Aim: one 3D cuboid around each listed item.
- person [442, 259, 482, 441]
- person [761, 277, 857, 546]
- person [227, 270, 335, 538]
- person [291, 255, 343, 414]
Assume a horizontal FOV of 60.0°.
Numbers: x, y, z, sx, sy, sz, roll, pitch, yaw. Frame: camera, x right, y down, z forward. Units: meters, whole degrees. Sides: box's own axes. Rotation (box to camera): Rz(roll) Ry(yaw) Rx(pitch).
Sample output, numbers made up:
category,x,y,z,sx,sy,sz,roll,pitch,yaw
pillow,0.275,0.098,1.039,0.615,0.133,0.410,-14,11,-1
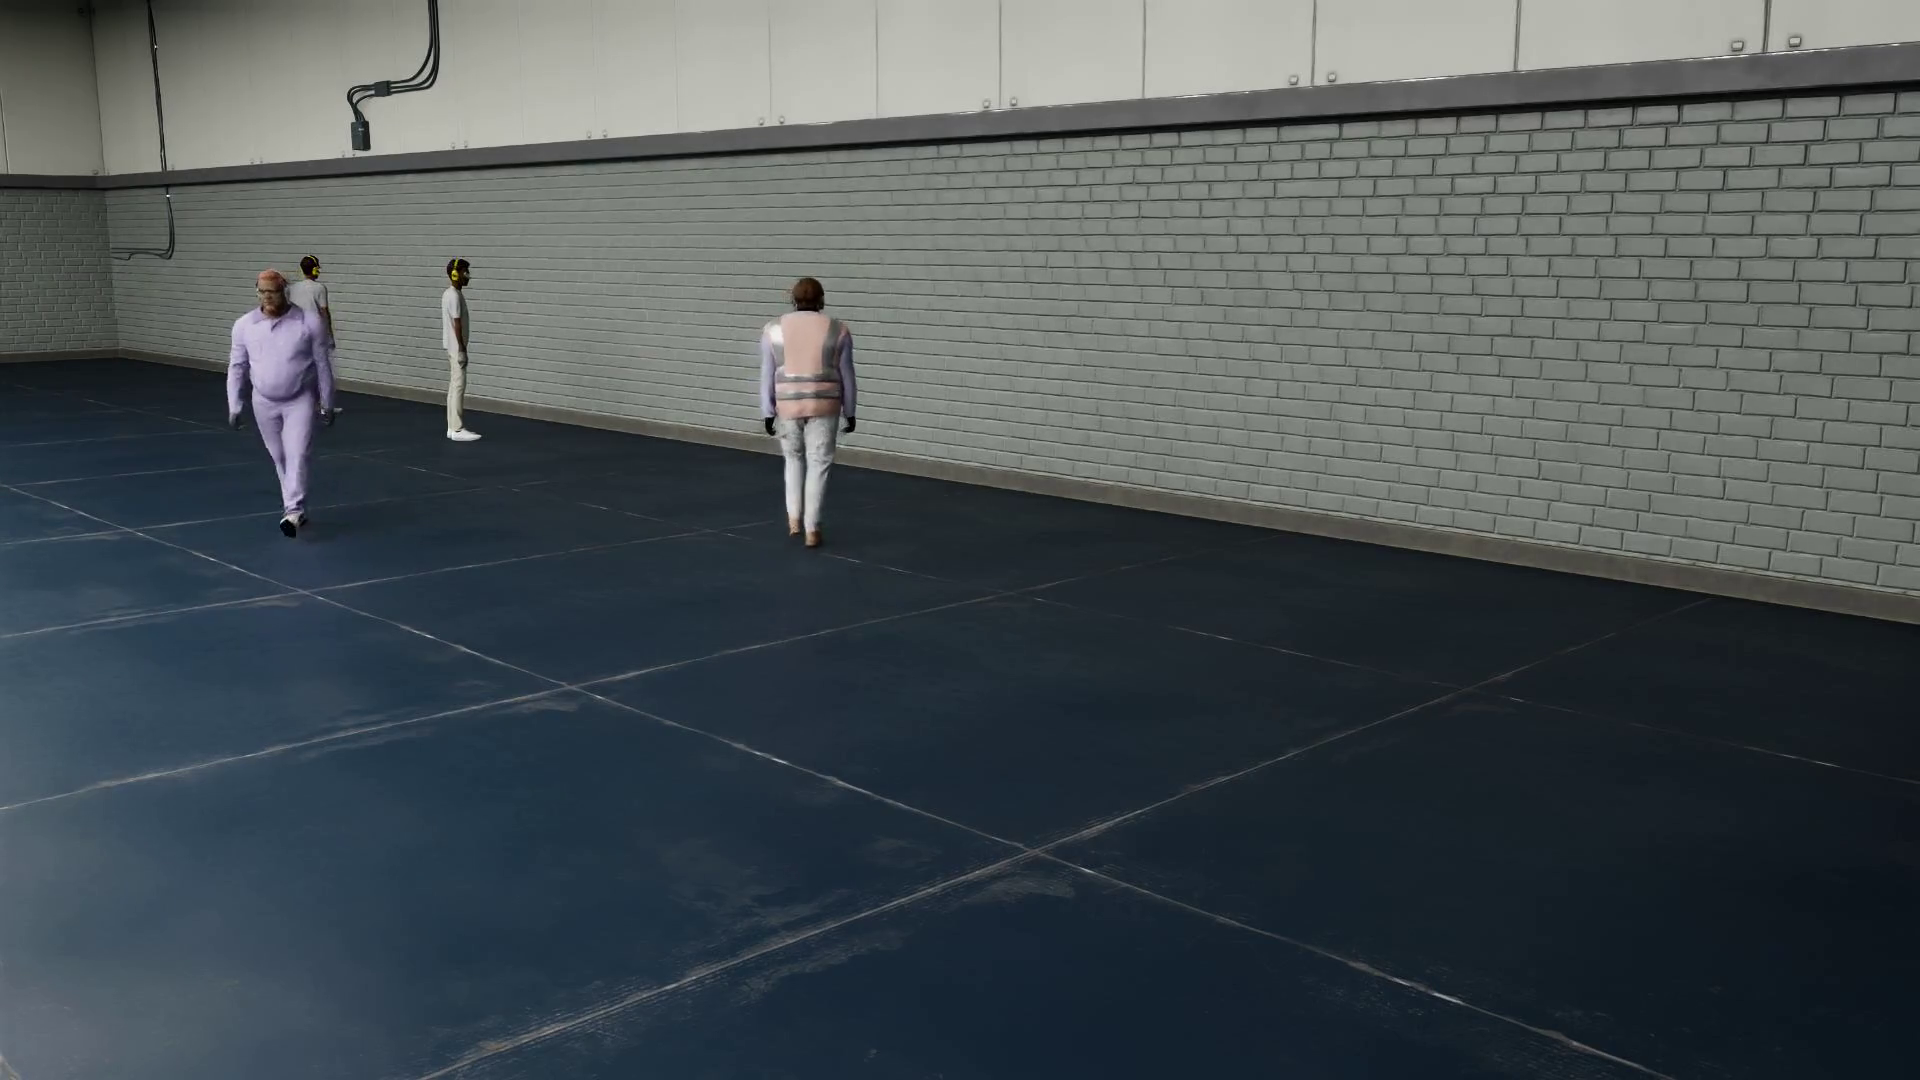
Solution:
category,x,y,z,sx,sy,sz,roll,pitch,yaw
person,-5.208,-1.978,17.291,0.315,1.865,0.526,-5,11,-24
person,-1.022,-0.895,11.500,0.647,1.819,0.622,1,10,5
person,-4.797,-0.949,11.689,0.675,1.852,0.986,-1,10,-6
person,-7.664,-2.428,19.783,0.540,1.870,0.402,3,11,14
